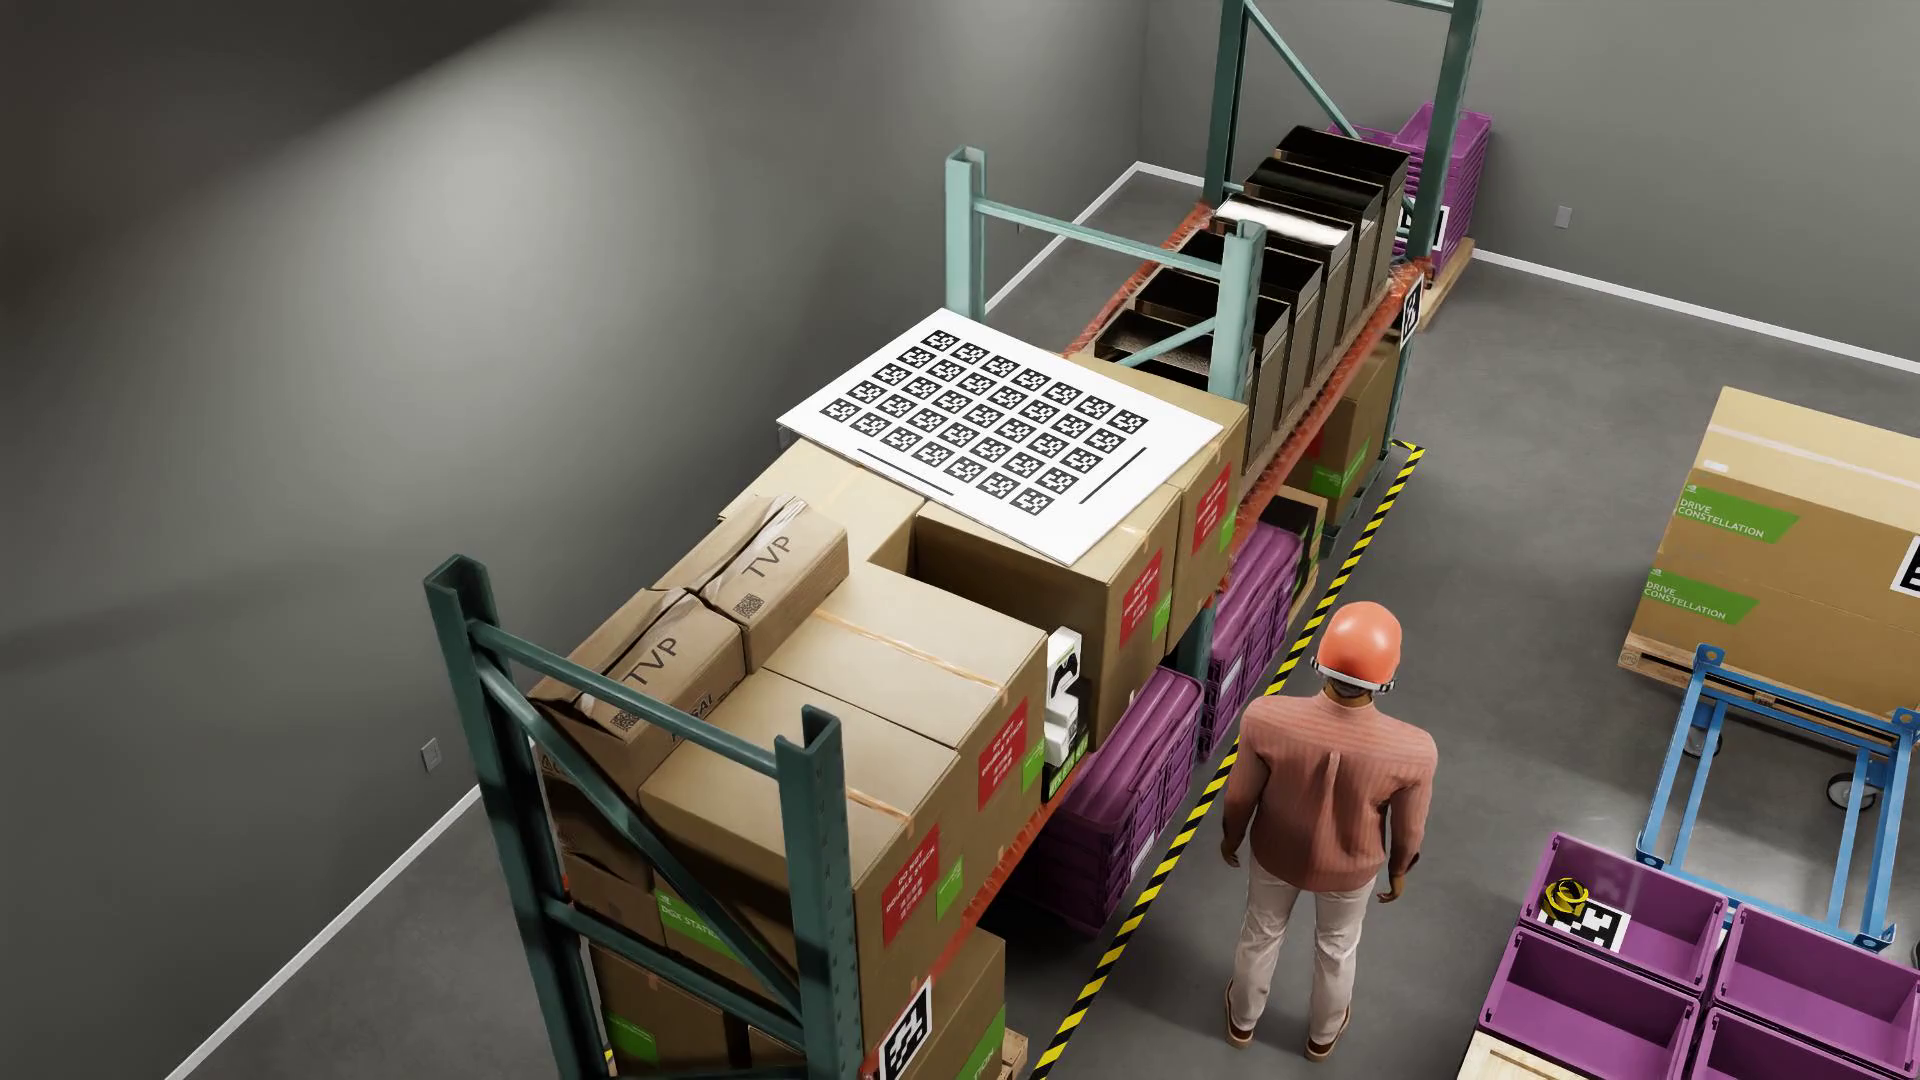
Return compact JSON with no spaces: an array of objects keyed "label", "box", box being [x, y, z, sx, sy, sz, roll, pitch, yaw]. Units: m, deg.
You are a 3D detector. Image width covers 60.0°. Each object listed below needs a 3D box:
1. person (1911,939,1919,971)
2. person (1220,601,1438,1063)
[{"label":"person","box":[3.713,0.936,5.565,0.599,1.827,0.403,23,45,25]},{"label":"person","box":[1.156,0.981,5.384,0.625,1.992,0.388,10,41,12]}]
